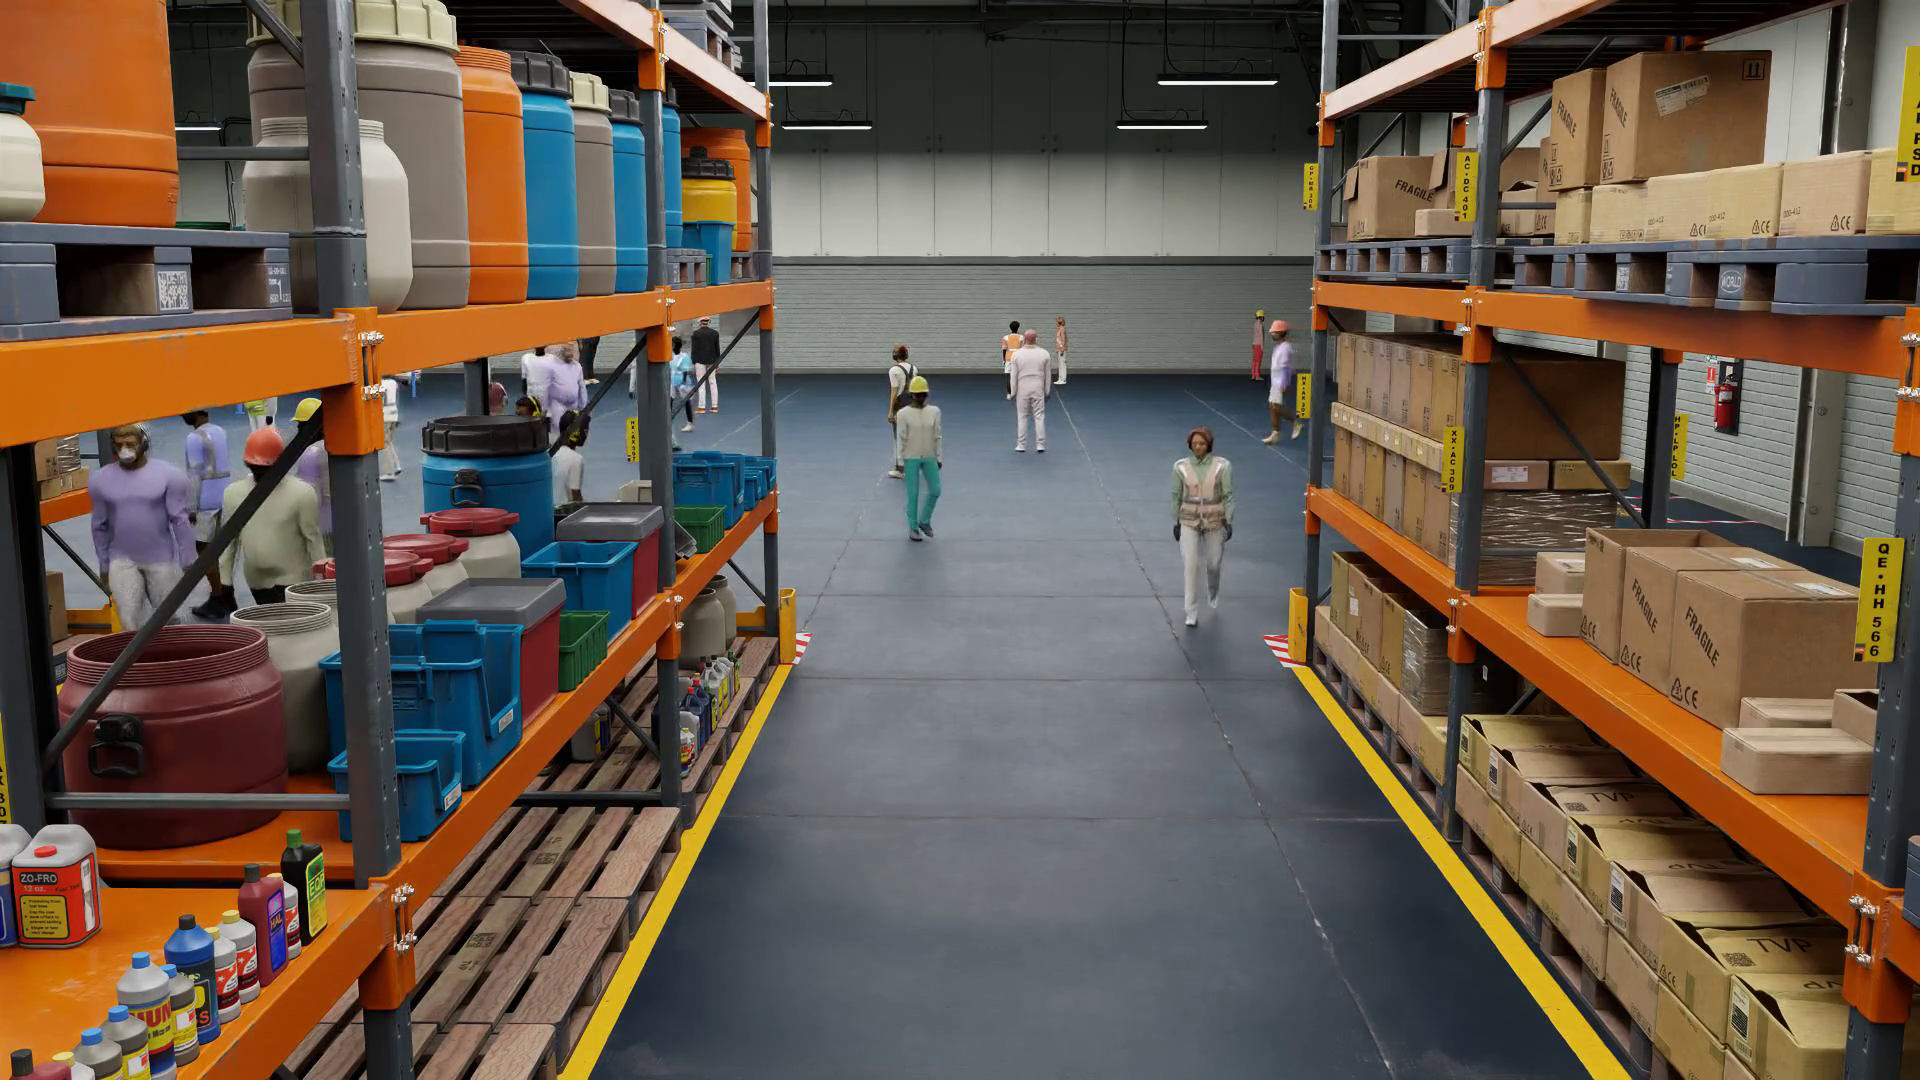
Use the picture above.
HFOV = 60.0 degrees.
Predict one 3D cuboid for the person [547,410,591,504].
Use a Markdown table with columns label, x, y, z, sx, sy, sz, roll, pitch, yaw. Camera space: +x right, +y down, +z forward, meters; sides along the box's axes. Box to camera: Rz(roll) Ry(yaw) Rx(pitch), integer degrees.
| label | x | y | z | sx | sy | sz | roll | pitch | yaw |
| --- | --- | --- | --- | --- | --- | --- | --- | --- | --- |
| person | -3.008 | -0.071 | 12.679 | 0.661 | 1.834 | 0.554 | 9 | 13 | 42 |

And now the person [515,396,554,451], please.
| label | x | y | z | sx | sy | sz | roll | pitch | yaw |
| --- | --- | --- | --- | --- | --- | --- | --- | --- | --- |
| person | -3.676 | -0.306 | 14.139 | 0.557 | 1.825 | 0.887 | 8 | 13 | 41 |

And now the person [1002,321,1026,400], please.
| label | x | y | z | sx | sy | sz | roll | pitch | yaw |
| --- | --- | --- | --- | --- | --- | --- | --- | --- | --- |
| person | 1.171 | -3.856 | 35.768 | 0.535 | 1.697 | 0.322 | 1 | 10 | 5 |

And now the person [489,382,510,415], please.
| label | x | y | z | sx | sy | sz | roll | pitch | yaw |
| --- | --- | --- | --- | --- | --- | --- | --- | --- | --- |
| person | -4.289 | -0.498 | 15.178 | 0.655 | 1.870 | 0.943 | 2 | 10 | 12 |

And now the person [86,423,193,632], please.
| label | x | y | z | sx | sy | sz | roll | pitch | yaw |
| --- | --- | --- | --- | --- | --- | --- | --- | --- | --- |
| person | -5.550 | 0.120 | 11.328 | 0.636 | 1.911 | 0.869 | -2 | 10 | -14 |

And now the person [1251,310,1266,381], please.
| label | x | y | z | sx | sy | sz | roll | pitch | yaw |
| --- | --- | --- | --- | --- | --- | --- | --- | --- | --- |
| person | 7.490 | -4.869 | 41.632 | 0.309 | 1.769 | 0.525 | -2 | 10 | -11 |

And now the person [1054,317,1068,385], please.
| label | x | y | z | sx | sy | sz | roll | pitch | yaw |
| --- | --- | --- | --- | --- | --- | --- | --- | --- | --- |
| person | 2.453 | -4.585 | 40.313 | 0.313 | 1.639 | 0.513 | -1 | 10 | -6 |

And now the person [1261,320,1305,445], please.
| label | x | y | z | sx | sy | sz | roll | pitch | yaw |
| --- | --- | --- | --- | --- | --- | --- | --- | --- | --- |
| person | 5.249 | -2.558 | 27.024 | 0.572 | 2.019 | 0.623 | -1 | 10 | -6 |

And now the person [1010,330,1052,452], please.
| label | x | y | z | sx | sy | sz | roll | pitch | yaw |
| --- | --- | --- | --- | --- | --- | --- | --- | --- | --- |
| person | 1.103 | -2.331 | 26.008 | 0.651 | 1.906 | 0.403 | -1 | 10 | -6 |

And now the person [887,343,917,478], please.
| label | x | y | z | sx | sy | sz | roll | pitch | yaw |
| --- | --- | --- | --- | --- | --- | --- | --- | --- | --- |
| person | -0.796 | -1.790 | 22.960 | 0.327 | 1.841 | 0.515 | 8 | 13 | 41 |

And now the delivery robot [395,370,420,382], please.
| label | x | y | z | sx | sy | sz | roll | pitch | yaw |
| --- | --- | --- | --- | --- | --- | --- | --- | --- | --- |
| delivery robot | -13.342 | -4.019 | 40.010 | 0.707 | 0.478 | 0.477 | 5 | 11 | 27 |

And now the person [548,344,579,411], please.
| label | x | y | z | sx | sy | sz | roll | pitch | yaw |
| --- | --- | --- | --- | --- | --- | --- | --- | --- | --- |
| person | -7.650 | -3.246 | 31.968 | 0.530 | 1.743 | 0.665 | 3 | 10 | 17 |

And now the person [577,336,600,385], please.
| label | x | y | z | sx | sy | sz | roll | pitch | yaw |
| --- | --- | --- | --- | --- | --- | --- | --- | --- | --- |
| person | -9.043 | -4.807 | 40.566 | 0.535 | 2.000 | 0.674 | 4 | 10 | 23 |

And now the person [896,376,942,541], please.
| label | x | y | z | sx | sy | sz | roll | pitch | yaw |
| --- | --- | --- | --- | --- | --- | --- | --- | --- | --- |
| person | -0.425 | -0.864 | 17.684 | 0.544 | 1.749 | 0.396 | -4 | 10 | -25 |

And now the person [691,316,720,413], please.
| label | x | y | z | sx | sy | sz | roll | pitch | yaw |
| --- | --- | --- | --- | --- | --- | --- | --- | --- | --- |
| person | -5.024 | -3.504 | 32.769 | 0.622 | 1.992 | 0.394 | -7 | 11 | -34 |

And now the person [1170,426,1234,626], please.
| label | x | y | z | sx | sy | sz | roll | pitch | yaw |
| --- | --- | --- | --- | --- | --- | --- | --- | --- | --- |
| person | 1.994 | -0.139 | 13.727 | 0.521 | 1.621 | 0.603 | 2 | 10 | 10 |

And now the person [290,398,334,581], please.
| label | x | y | z | sx | sy | sz | roll | pitch | yaw |
| --- | --- | --- | --- | --- | --- | --- | --- | --- | --- |
| person | -4.887 | -0.121 | 12.710 | 0.368 | 1.927 | 0.587 | 0 | 9 | 0 |

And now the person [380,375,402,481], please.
| label | x | y | z | sx | sy | sz | roll | pitch | yaw |
| --- | --- | --- | --- | --- | --- | --- | --- | --- | --- |
| person | -7.820 | -1.615 | 22.578 | 0.374 | 1.626 | 0.517 | 3 | 10 | 16 |

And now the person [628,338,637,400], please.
| label | x | y | z | sx | sy | sz | roll | pitch | yaw |
| --- | --- | --- | --- | --- | --- | --- | --- | --- | --- |
| person | -5.100 | -2.445 | 26.744 | 0.577 | 1.887 | 0.971 | 6 | 11 | 33 |

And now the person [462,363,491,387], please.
| label | x | y | z | sx | sy | sz | roll | pitch | yaw |
| --- | --- | --- | --- | --- | --- | --- | --- | --- | --- |
| person | -11.145 | -4.390 | 38.356 | 0.629 | 1.891 | 1.009 | -8 | 13 | -41 |

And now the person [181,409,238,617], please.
| label | x | y | z | sx | sy | sz | roll | pitch | yaw |
| --- | --- | --- | --- | --- | --- | --- | --- | --- | --- |
| person | -6.318 | -0.323 | 13.952 | 0.438 | 1.918 | 0.570 | 0 | 9 | 1 |

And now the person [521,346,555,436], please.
| label | x | y | z | sx | sy | sz | roll | pitch | yaw |
| --- | --- | --- | --- | --- | --- | --- | --- | --- | --- |
| person | -6.221 | -2.151 | 24.768 | 0.615 | 1.952 | 0.544 | 2 | 10 | 9 |

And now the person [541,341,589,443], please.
| label | x | y | z | sx | sy | sz | roll | pitch | yaw |
| --- | --- | --- | --- | --- | --- | --- | --- | --- | --- |
| person | -5.519 | -1.877 | 23.447 | 0.997 | 1.850 | 0.656 | 8 | 12 | 40 |

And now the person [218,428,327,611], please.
| label | x | y | z | sx | sy | sz | roll | pitch | yaw |
| --- | --- | --- | --- | --- | --- | --- | --- | --- | --- |
| person | -4.357 | 0.243 | 10.554 | 0.651 | 1.926 | 1.011 | 1 | 10 | 9 |

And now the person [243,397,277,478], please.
| label | x | y | z | sx | sy | sz | roll | pitch | yaw |
| --- | --- | --- | --- | --- | --- | --- | --- | --- | --- |
| person | -9.515 | -1.732 | 22.620 | 0.632 | 1.840 | 0.429 | 9 | 13 | 43 |

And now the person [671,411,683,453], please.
| label | x | y | z | sx | sy | sz | roll | pitch | yaw |
| --- | --- | --- | --- | --- | --- | --- | --- | --- | --- |
| person | -4.690 | -2.195 | 25.558 | 0.587 | 1.795 | 0.890 | 6 | 11 | 30 |

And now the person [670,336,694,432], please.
| label | x | y | z | sx | sy | sz | roll | pitch | yaw |
| --- | --- | --- | --- | --- | --- | --- | --- | --- | --- |
| person | -4.957 | -2.686 | 28.876 | 0.545 | 1.661 | 0.806 | 7 | 12 | 35 |
